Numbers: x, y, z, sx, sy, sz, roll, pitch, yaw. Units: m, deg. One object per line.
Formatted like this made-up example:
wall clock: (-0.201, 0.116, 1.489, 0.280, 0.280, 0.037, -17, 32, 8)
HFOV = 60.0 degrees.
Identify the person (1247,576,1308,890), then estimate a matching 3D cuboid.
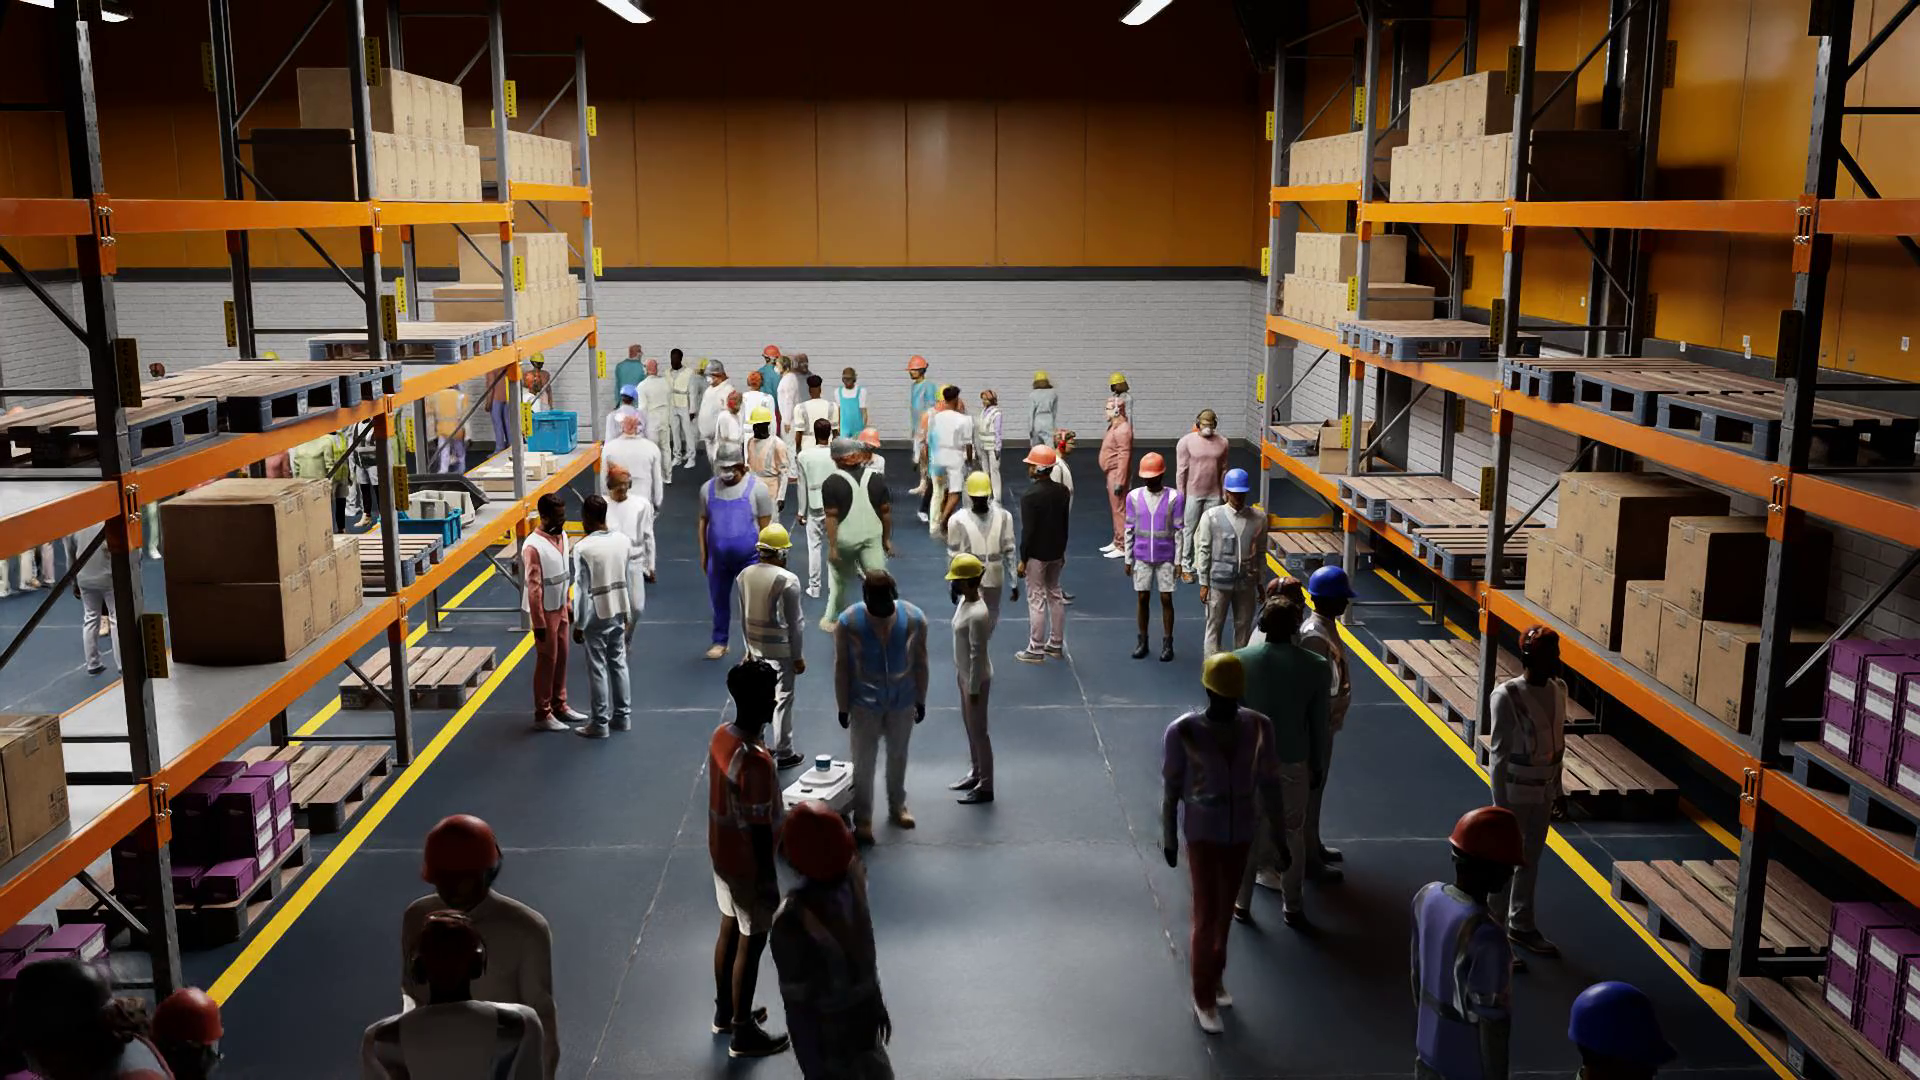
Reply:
person: (1.953, 1.157, 10.167, 0.403, 1.911, 0.637, 4, 12, 19)

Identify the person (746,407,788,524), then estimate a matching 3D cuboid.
person: (-2.189, -0.534, 18.594, 0.595, 1.925, 0.374, 9, 14, 39)

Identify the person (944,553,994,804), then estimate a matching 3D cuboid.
person: (0.059, 0.953, 11.573, 0.340, 1.757, 0.518, -2, 11, -8)

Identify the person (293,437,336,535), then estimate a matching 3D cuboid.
person: (-7.602, -0.649, 19.577, 0.522, 1.769, 0.310, 2, 11, 11)

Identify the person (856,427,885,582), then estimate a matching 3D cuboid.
person: (-1.094, -0.404, 18.434, 0.570, 1.722, 0.524, -7, 13, -30)

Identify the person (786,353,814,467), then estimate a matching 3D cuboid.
person: (-2.514, -2.013, 26.152, 0.642, 1.874, 0.901, -8, 14, -34)

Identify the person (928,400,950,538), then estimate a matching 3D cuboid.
person: (-0.220, -0.894, 20.879, 0.354, 1.738, 0.571, 1, 11, 5)

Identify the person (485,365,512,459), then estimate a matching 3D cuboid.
person: (-7.625, -2.330, 27.445, 0.386, 1.989, 0.608, 4, 12, 20)

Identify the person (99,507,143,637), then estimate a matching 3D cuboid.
person: (-8.169, 0.085, 16.073, 0.535, 1.697, 0.318, -5, 12, -22)

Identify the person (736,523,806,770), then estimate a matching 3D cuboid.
person: (-1.369, 0.782, 12.271, 0.586, 1.824, 0.404, 9, 15, 39)

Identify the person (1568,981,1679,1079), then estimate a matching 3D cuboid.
person: (1.825, 2.198, 4.840, 0.605, 1.951, 0.381, -10, 15, -40)

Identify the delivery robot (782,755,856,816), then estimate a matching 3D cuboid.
delivery robot: (-0.890, 1.650, 10.863, 0.477, 0.478, 0.707, 4, 12, 19)

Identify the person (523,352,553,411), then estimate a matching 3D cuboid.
person: (-6.995, -2.253, 27.638, 0.340, 1.762, 0.524, 9, 14, 38)

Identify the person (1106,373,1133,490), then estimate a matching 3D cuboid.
person: (2.329, -1.592, 24.396, 0.324, 1.730, 0.495, -8, 14, -35)

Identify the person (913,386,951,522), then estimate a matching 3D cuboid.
person: (-0.308, -1.092, 21.610, 0.632, 1.858, 1.013, -9, 14, -37)

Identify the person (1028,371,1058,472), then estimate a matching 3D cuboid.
person: (1.237, -1.697, 25.023, 0.481, 1.686, 0.937, -2, 11, -8)

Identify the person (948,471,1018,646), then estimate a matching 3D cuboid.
person: (0.183, 0.329, 14.420, 0.597, 1.897, 0.897, -3, 12, -17)

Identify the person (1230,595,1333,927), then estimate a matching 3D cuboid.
person: (1.799, 1.266, 9.570, 0.629, 1.930, 0.358, 2, 11, 10)

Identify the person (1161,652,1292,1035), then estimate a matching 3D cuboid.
person: (1.366, 1.514, 8.385, 0.599, 1.905, 0.713, -3, 12, -16)

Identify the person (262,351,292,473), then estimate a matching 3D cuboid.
person: (-10.594, -1.949, 25.679, 0.354, 1.929, 0.594, -2, 11, -10)

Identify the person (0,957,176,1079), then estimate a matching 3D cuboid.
person: (-2.426, 2.137, 4.915, 0.691, 2.000, 0.701, -6, 13, -28)

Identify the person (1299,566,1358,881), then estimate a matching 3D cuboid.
person: (2.227, 1.112, 10.292, 0.386, 1.948, 0.601, 3, 12, 14)

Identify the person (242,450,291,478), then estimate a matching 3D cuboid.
person: (-7.949, -0.529, 19.081, 0.544, 1.718, 0.787, -5, 12, -22)

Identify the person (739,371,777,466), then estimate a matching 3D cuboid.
person: (-2.814, -1.402, 23.061, 0.574, 1.883, 0.356, 2, 11, 10)

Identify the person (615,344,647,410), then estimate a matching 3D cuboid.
person: (-5.363, -2.272, 27.382, 0.716, 1.902, 0.399, 5, 12, 25)

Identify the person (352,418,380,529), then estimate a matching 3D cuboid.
person: (-7.615, -0.980, 21.410, 0.535, 1.699, 0.318, 5, 12, 25)

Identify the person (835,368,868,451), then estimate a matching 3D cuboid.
person: (-1.594, -1.598, 24.207, 0.530, 1.805, 0.866, 2, 11, 10)

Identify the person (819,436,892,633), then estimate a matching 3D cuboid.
person: (-0.946, -0.042, 15.842, 0.718, 2.000, 1.099, -6, 13, -27)

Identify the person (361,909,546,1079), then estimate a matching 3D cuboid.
person: (-1.625, 2.118, 5.437, 0.578, 1.876, 0.359, -2, 12, -11)

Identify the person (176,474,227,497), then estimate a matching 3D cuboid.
person: (-8.260, -0.323, 18.165, 0.548, 1.669, 0.435, -3, 12, -17)

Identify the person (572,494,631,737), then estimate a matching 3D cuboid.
person: (-2.784, 0.592, 13.004, 0.405, 1.909, 0.597, 6, 13, 29)

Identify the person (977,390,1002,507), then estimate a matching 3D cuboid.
person: (0.421, -1.263, 23.002, 0.314, 1.633, 0.519, -6, 13, -27)

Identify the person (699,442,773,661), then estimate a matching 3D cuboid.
person: (-2.061, 0.098, 15.141, 0.692, 2.000, 0.535, 2, 11, 9)

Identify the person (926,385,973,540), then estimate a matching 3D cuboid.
person: (-0.177, -0.951, 20.675, 0.632, 1.939, 0.705, 6, 13, 26)

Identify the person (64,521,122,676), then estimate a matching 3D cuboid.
person: (-7.571, 0.338, 14.686, 0.569, 1.744, 0.350, 0, 11, 1)
